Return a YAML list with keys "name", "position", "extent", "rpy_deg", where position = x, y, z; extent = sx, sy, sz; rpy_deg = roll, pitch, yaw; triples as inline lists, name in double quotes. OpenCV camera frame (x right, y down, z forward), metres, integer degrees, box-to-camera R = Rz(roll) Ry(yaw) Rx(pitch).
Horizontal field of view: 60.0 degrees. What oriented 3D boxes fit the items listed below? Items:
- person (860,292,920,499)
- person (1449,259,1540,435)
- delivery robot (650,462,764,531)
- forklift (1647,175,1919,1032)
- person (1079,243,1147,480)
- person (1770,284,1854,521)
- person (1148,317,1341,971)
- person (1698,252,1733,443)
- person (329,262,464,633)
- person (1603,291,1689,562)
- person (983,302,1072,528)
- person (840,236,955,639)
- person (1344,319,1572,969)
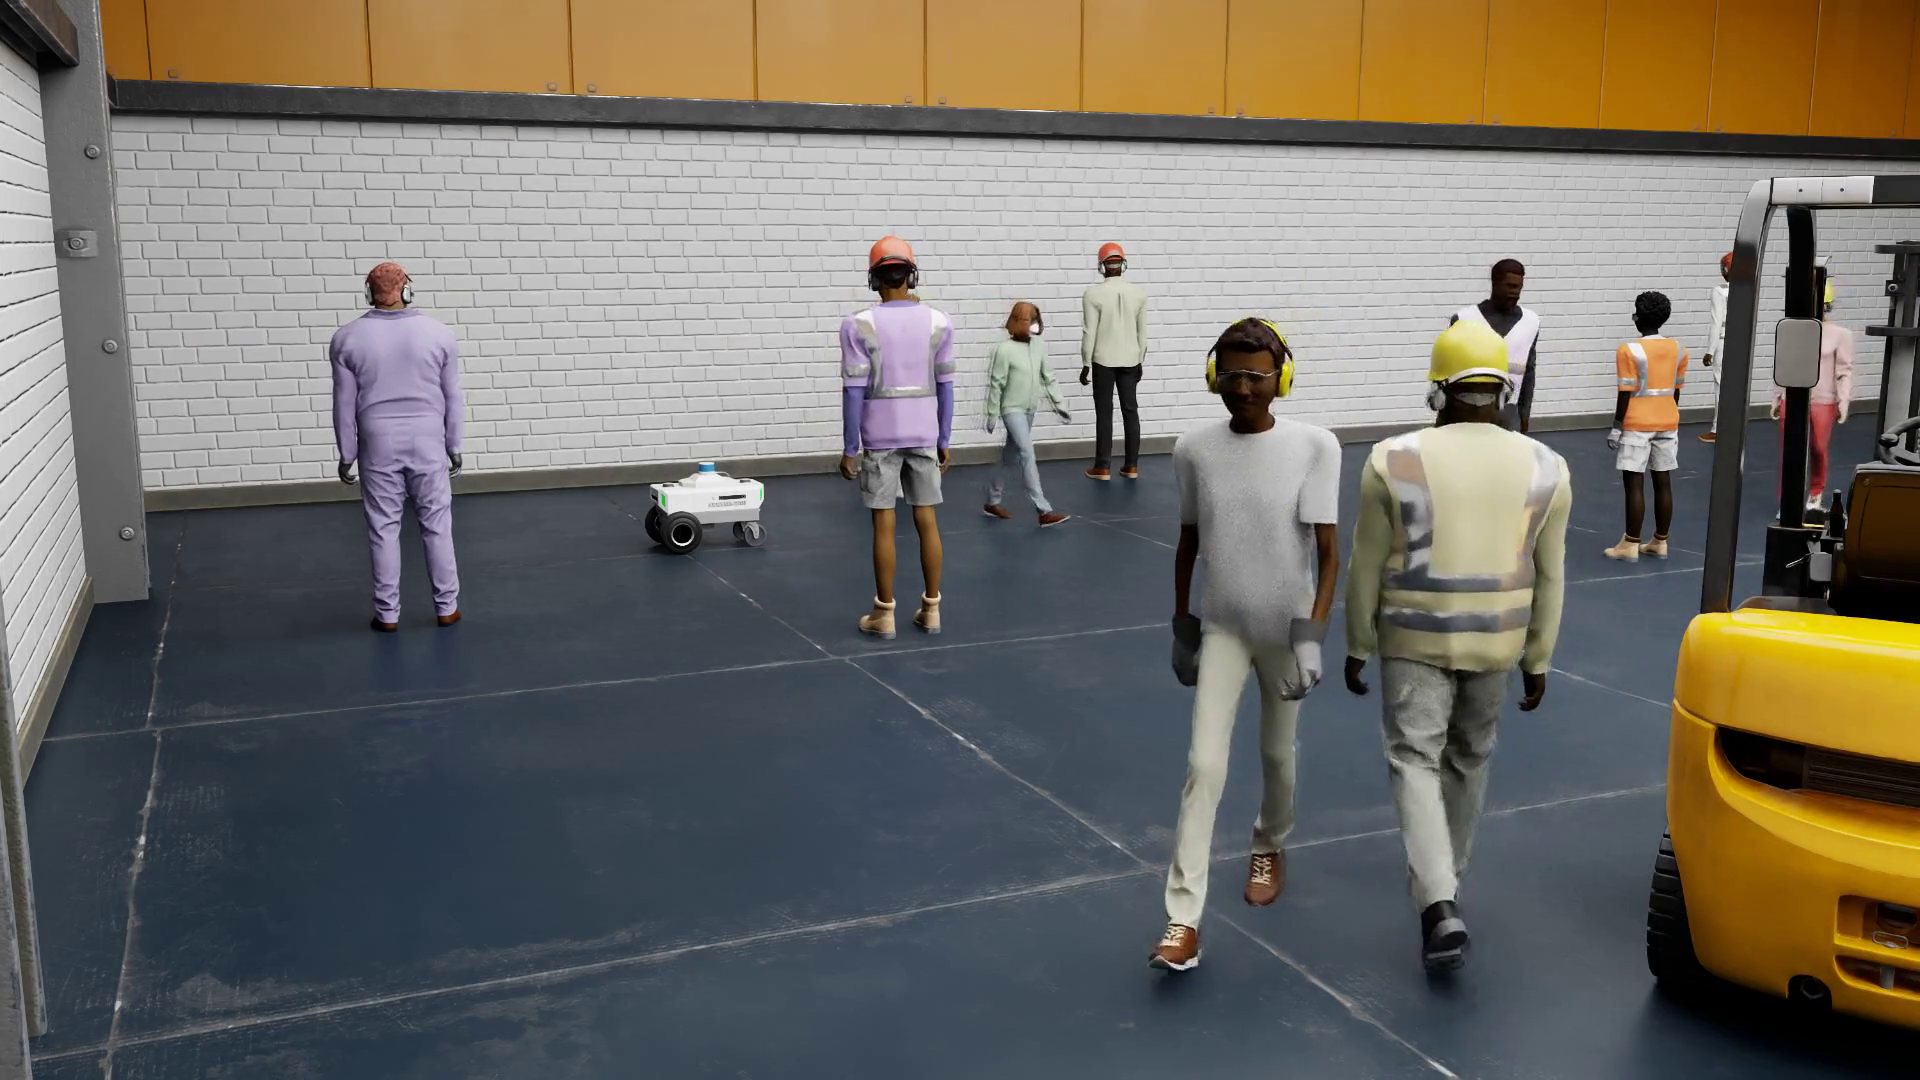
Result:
- name: "person"
  position: [-0.515, -1.111, 12.853]
  extent: [0.404, 1.621, 0.560]
  rpy_deg: [1, 10, 5]
- name: "person"
  position: [3.356, -0.824, 10.550]
  extent: [0.626, 1.888, 0.625]
  rpy_deg: [0, 10, 2]
- name: "delivery robot"
  position: [-1.656, -0.268, 10.917]
  extent: [0.707, 0.478, 0.477]
  rpy_deg: [-4, 11, -23]
- name: "forklift"
  position: [2.810, 0.094, 4.662]
  extent: [1.214, 2.155, 2.313]
  rpy_deg: [7, 12, 34]
- name: "person"
  position: [1.284, -1.499, 14.020]
  extent: [0.610, 1.984, 0.400]
  rpy_deg: [-4, 11, -21]
- name: "person"
  position: [6.222, -1.033, 12.158]
  extent: [0.532, 1.728, 0.883]
  rpy_deg: [7, 12, 33]
- name: "person"
  position: [0.822, 0.276, 4.746]
  extent: [0.497, 1.806, 1.023]
  rpy_deg: [3, 11, 16]
- name: "person"
  position: [7.626, -1.899, 16.493]
  extent: [0.573, 1.886, 0.359]
  rpy_deg: [-4, 11, -21]
- name: "person"
  position: [-2.891, -0.472, 8.597]
  extent: [0.639, 1.901, 0.402]
  rpy_deg: [-4, 11, -21]
- name: "person"
  position: [4.301, -0.706, 10.438]
  extent: [0.532, 1.697, 0.322]
  rpy_deg: [-4, 11, -21]
- name: "person"
  position: [0.451, -0.891, 11.780]
  extent: [0.883, 1.580, 0.507]
  rpy_deg: [8, 13, 38]
- name: "person"
  position: [-0.328, -0.513, 8.455]
  extent: [0.605, 2.033, 0.402]
  rpy_deg: [-4, 11, -21]
- name: "person"
  position: [1.400, 0.283, 4.716]
  extent: [0.599, 1.804, 0.797]
  rpy_deg: [0, 10, -1]
